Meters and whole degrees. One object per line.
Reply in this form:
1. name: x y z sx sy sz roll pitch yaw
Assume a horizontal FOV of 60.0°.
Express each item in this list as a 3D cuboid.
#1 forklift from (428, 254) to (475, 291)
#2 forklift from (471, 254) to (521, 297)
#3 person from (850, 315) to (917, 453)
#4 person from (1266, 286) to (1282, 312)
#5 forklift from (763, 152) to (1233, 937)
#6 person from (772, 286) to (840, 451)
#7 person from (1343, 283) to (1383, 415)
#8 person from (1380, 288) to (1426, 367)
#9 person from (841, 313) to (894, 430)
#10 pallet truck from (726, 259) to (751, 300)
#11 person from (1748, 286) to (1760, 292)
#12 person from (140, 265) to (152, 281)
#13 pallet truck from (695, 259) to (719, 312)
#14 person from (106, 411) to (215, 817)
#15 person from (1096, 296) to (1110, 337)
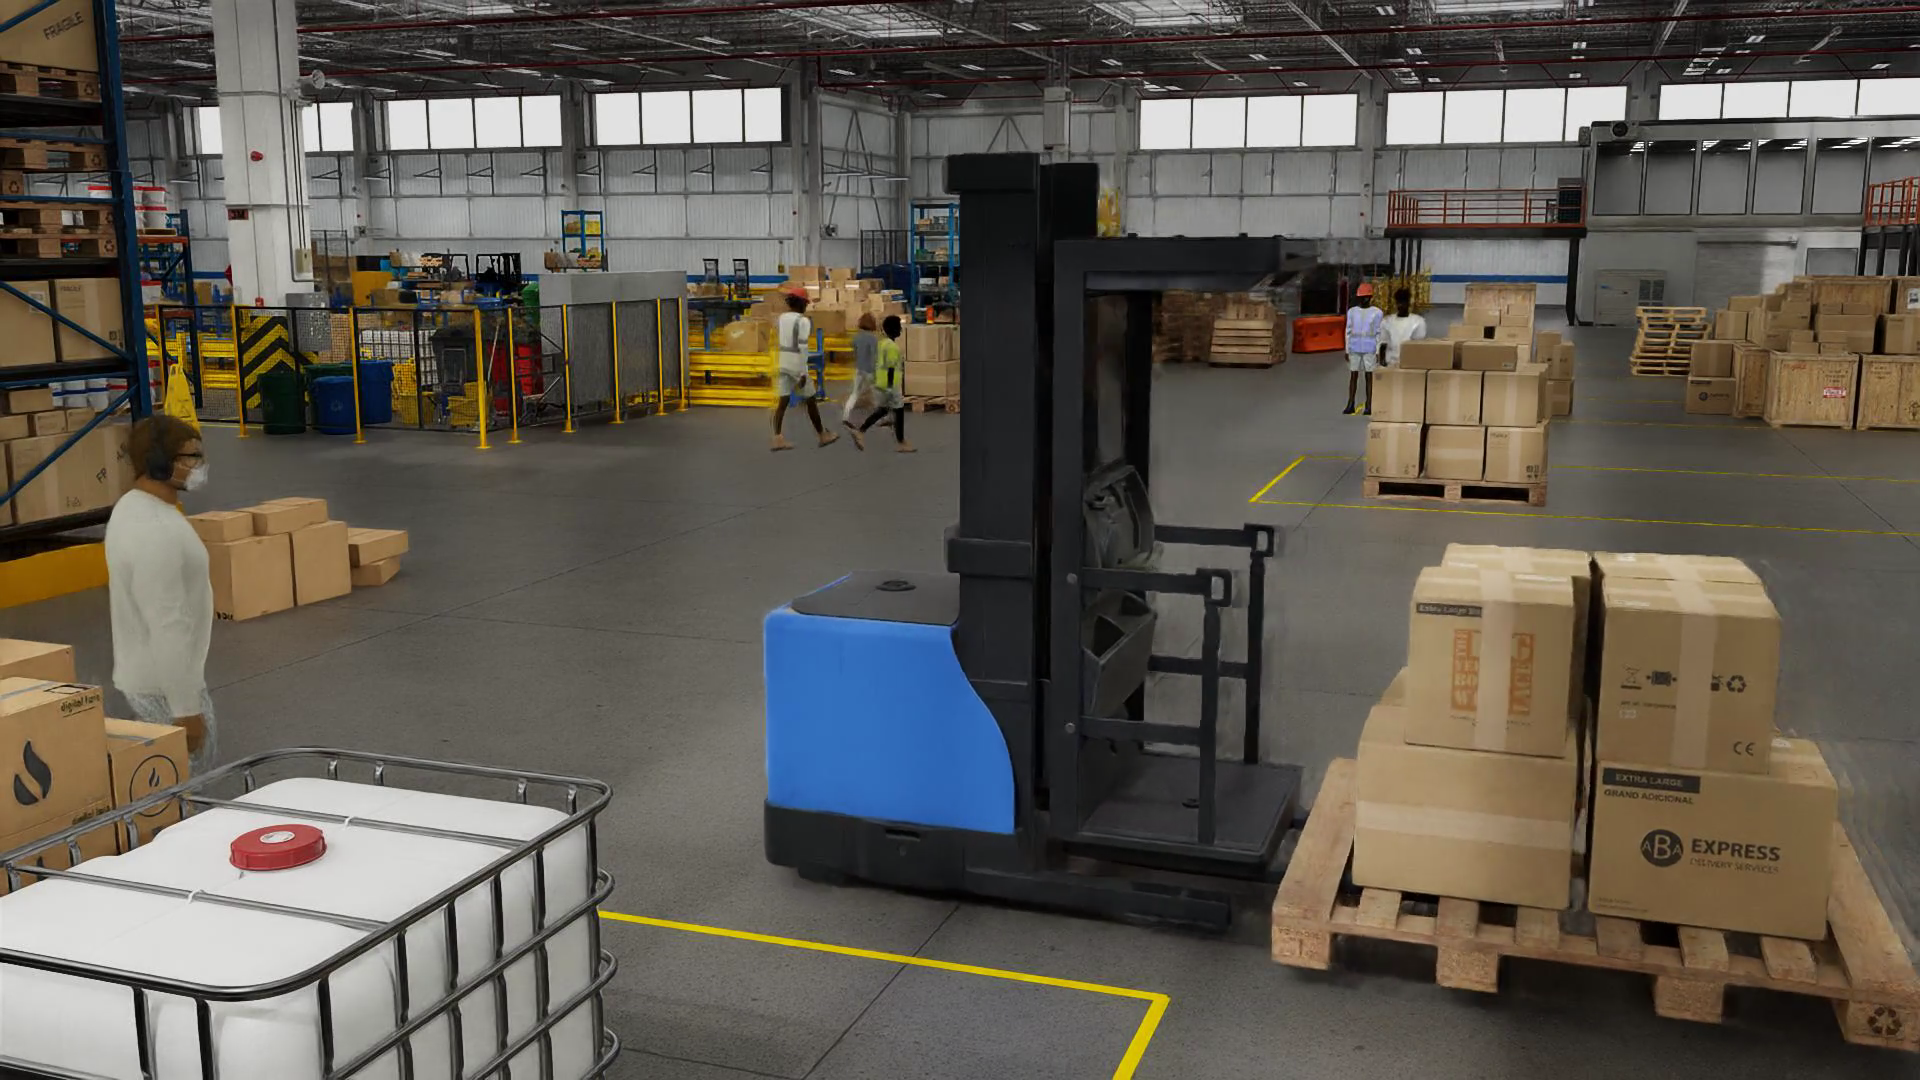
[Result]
1. forklift: -20.133 -10.254 65.465 1.157 1.987 2.680 3 11 19
2. forklift: -17.990 -10.121 64.684 1.157 1.987 2.680 3 11 17
3. person: -0.924 -1.872 20.021 0.736 1.678 0.544 -3 10 -16
4. person: 9.715 -7.492 51.566 0.499 1.706 0.813 4 11 21
5. forklift: 0.248 -0.080 6.520 1.873 2.768 1.129 3 11 19
6. person: -1.950 -2.102 20.418 0.621 1.987 1.006 9 13 41
7. person: 5.953 -2.816 24.582 0.542 1.939 0.366 5 11 27
8. person: 5.826 -2.346 21.924 0.609 1.949 0.432 5 11 25
9. person: -1.290 -2.291 22.605 0.864 1.593 0.508 -9 14 -43
10. pallet truck: -7.986 -9.493 62.019 0.823 1.965 1.885 3 11 17
11. person: 27.435 -8.513 57.530 0.497 1.625 0.287 6 12 31
12. person: -27.417 -8.378 56.211 0.612 1.823 0.619 5 11 26
13. pallet truck: -9.165 -9.627 62.776 0.823 1.965 1.885 4 11 23
14. person: -2.748 0.520 5.796 0.355 1.936 0.635 -6 12 -31
15. person: 3.807 -6.471 45.169 0.552 1.935 0.374 4 11 20
